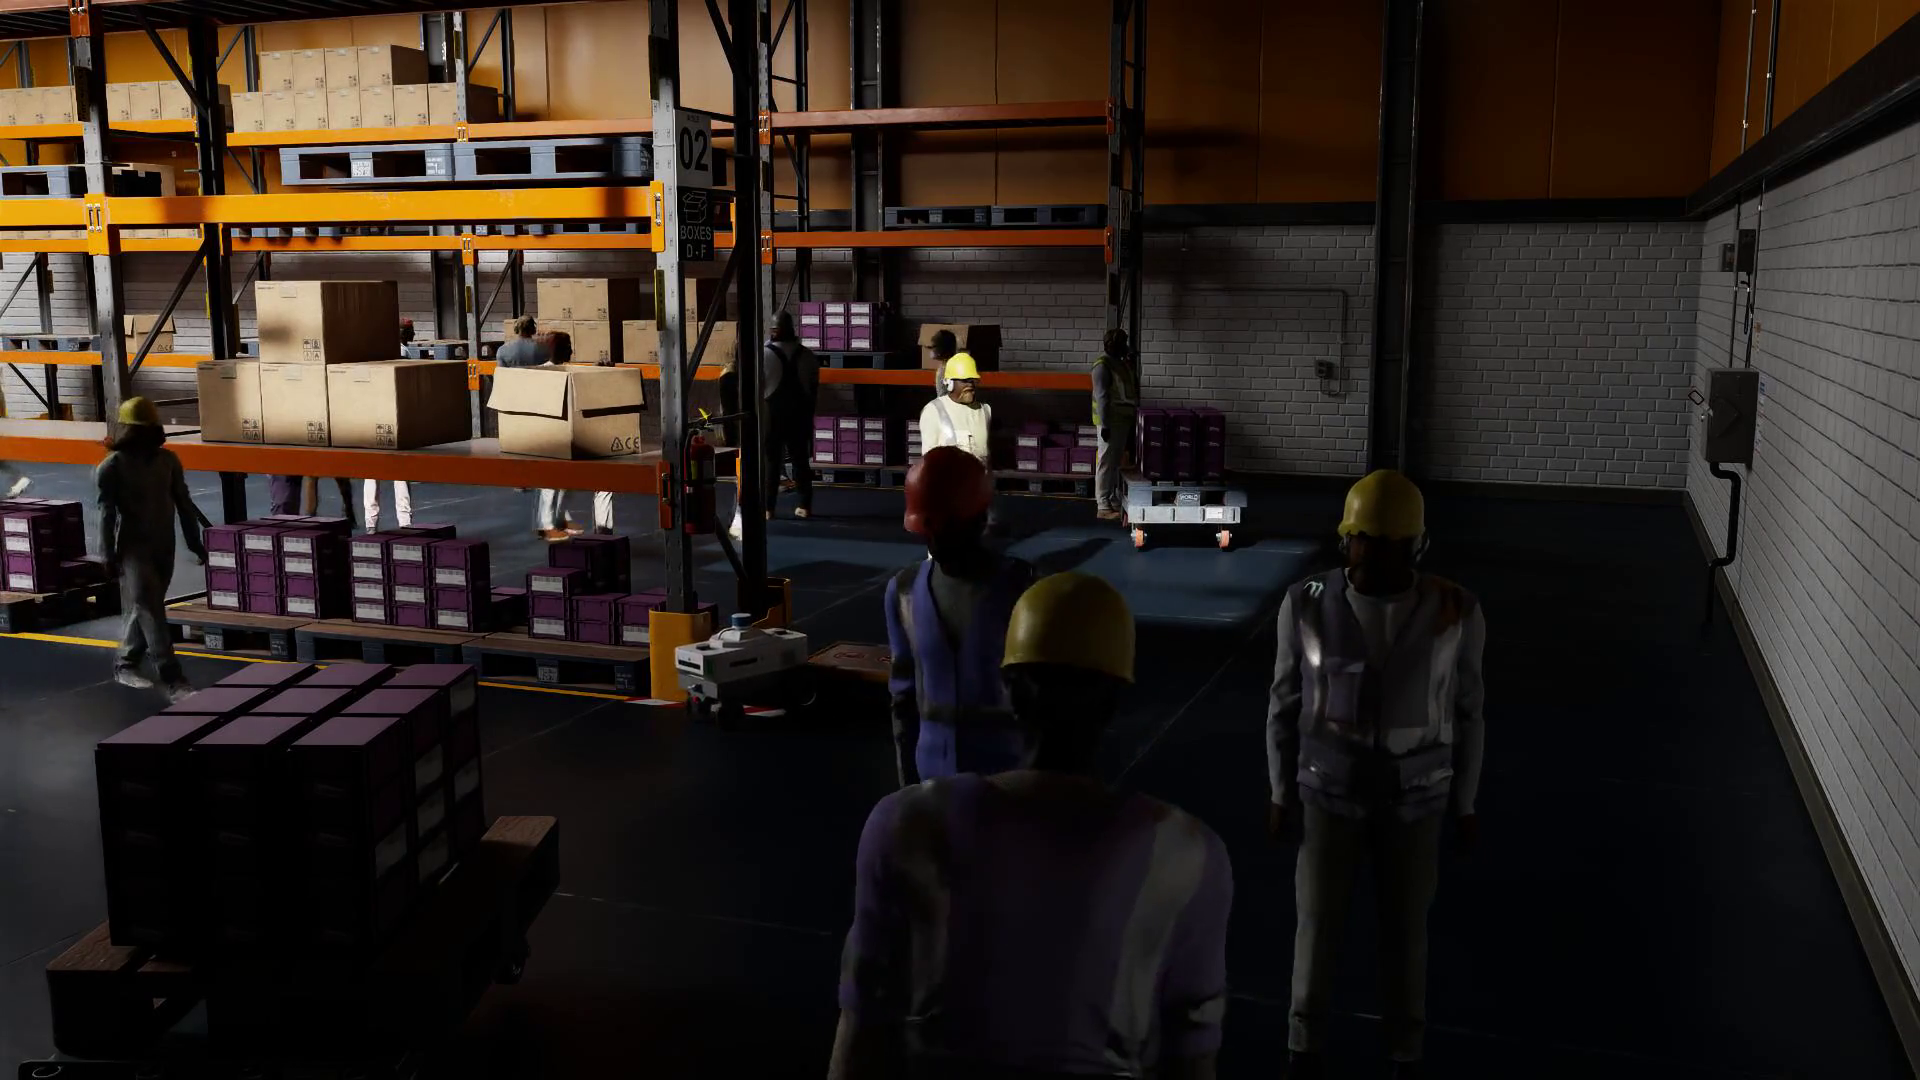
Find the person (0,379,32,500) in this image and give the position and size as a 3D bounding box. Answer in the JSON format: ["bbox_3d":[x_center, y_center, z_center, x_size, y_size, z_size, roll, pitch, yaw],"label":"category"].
[{"bbox_3d":[-10.220,-1.309,17.470,0.937,1.802,0.522,2,9,12],"label":"person"}]

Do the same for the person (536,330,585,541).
[{"bbox_3d":[-3.532,-0.923,14.781,0.602,1.863,0.619,-4,10,-23],"label":"person"}]

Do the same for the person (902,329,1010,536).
[{"bbox_3d":[-0.008,-0.963,15.013,1.019,1.882,0.626,2,9,11],"label":"person"}]

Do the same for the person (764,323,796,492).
[{"bbox_3d":[-1.966,-1.495,18.185,0.370,1.934,0.627,3,10,20],"label":"person"}]

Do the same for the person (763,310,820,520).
[{"bbox_3d":[-1.724,-1.225,16.151,0.689,2.000,0.538,-4,10,-25],"label":"person"}]

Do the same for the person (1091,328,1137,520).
[{"bbox_3d":[1.505,-1.127,16.162,0.429,1.844,0.625,4,10,23],"label":"person"}]

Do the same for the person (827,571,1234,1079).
[{"bbox_3d":[0.096,1.010,2.587,0.644,1.885,0.662,1,9,4],"label":"person"}]

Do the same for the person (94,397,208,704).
[{"bbox_3d":[-4.506,0.048,9.246,0.885,1.696,0.490,4,10,26],"label":"person"}]

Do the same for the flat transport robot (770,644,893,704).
[{"bbox_3d":[-0.274,0.761,9.218,1.431,0.197,0.652,3,10,21],"label":"flat transport robot"}]

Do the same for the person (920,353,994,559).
[{"bbox_3d":[0.002,-0.362,11.380,0.591,1.834,0.404,-7,12,-39],"label":"person"}]

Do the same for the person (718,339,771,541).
[{"bbox_3d":[-1.857,-0.882,14.638,0.475,1.831,0.662,2,9,14],"label":"person"}]

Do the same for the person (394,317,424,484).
[{"bbox_3d":[-6.293,-1.573,18.820,0.337,1.883,0.584,-4,10,-26],"label":"person"}]

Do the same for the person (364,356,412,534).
[{"bbox_3d":[-5.112,-0.992,14.827,0.610,1.996,0.378,-4,10,-24],"label":"person"}]

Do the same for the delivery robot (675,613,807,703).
[{"bbox_3d":[-1.157,0.634,8.837,0.477,0.478,0.707,9,13,43],"label":"delivery robot"}]

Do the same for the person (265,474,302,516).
[{"bbox_3d":[-5.115,-0.596,12.659,0.400,1.902,0.647,-4,10,-25],"label":"person"}]

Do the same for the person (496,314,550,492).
[{"bbox_3d":[-4.695,-1.481,18.078,0.629,1.940,0.378,-2,9,-14],"label":"person"}]

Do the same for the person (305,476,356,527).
[{"bbox_3d":[-5.729,-0.948,14.980,0.559,1.880,1.018,0,9,-2],"label":"person"}]

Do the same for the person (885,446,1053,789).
[{"bbox_3d":[0.090,0.666,4.704,0.595,1.902,0.681,4,10,26],"label":"person"}]

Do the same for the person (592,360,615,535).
[{"bbox_3d":[-3.006,-0.698,14.093,0.308,1.641,0.514,-3,10,-18],"label":"person"}]

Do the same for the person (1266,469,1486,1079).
[{"bbox_3d":[1.163,0.705,4.690,0.597,1.828,0.403,2,9,13],"label":"person"}]
